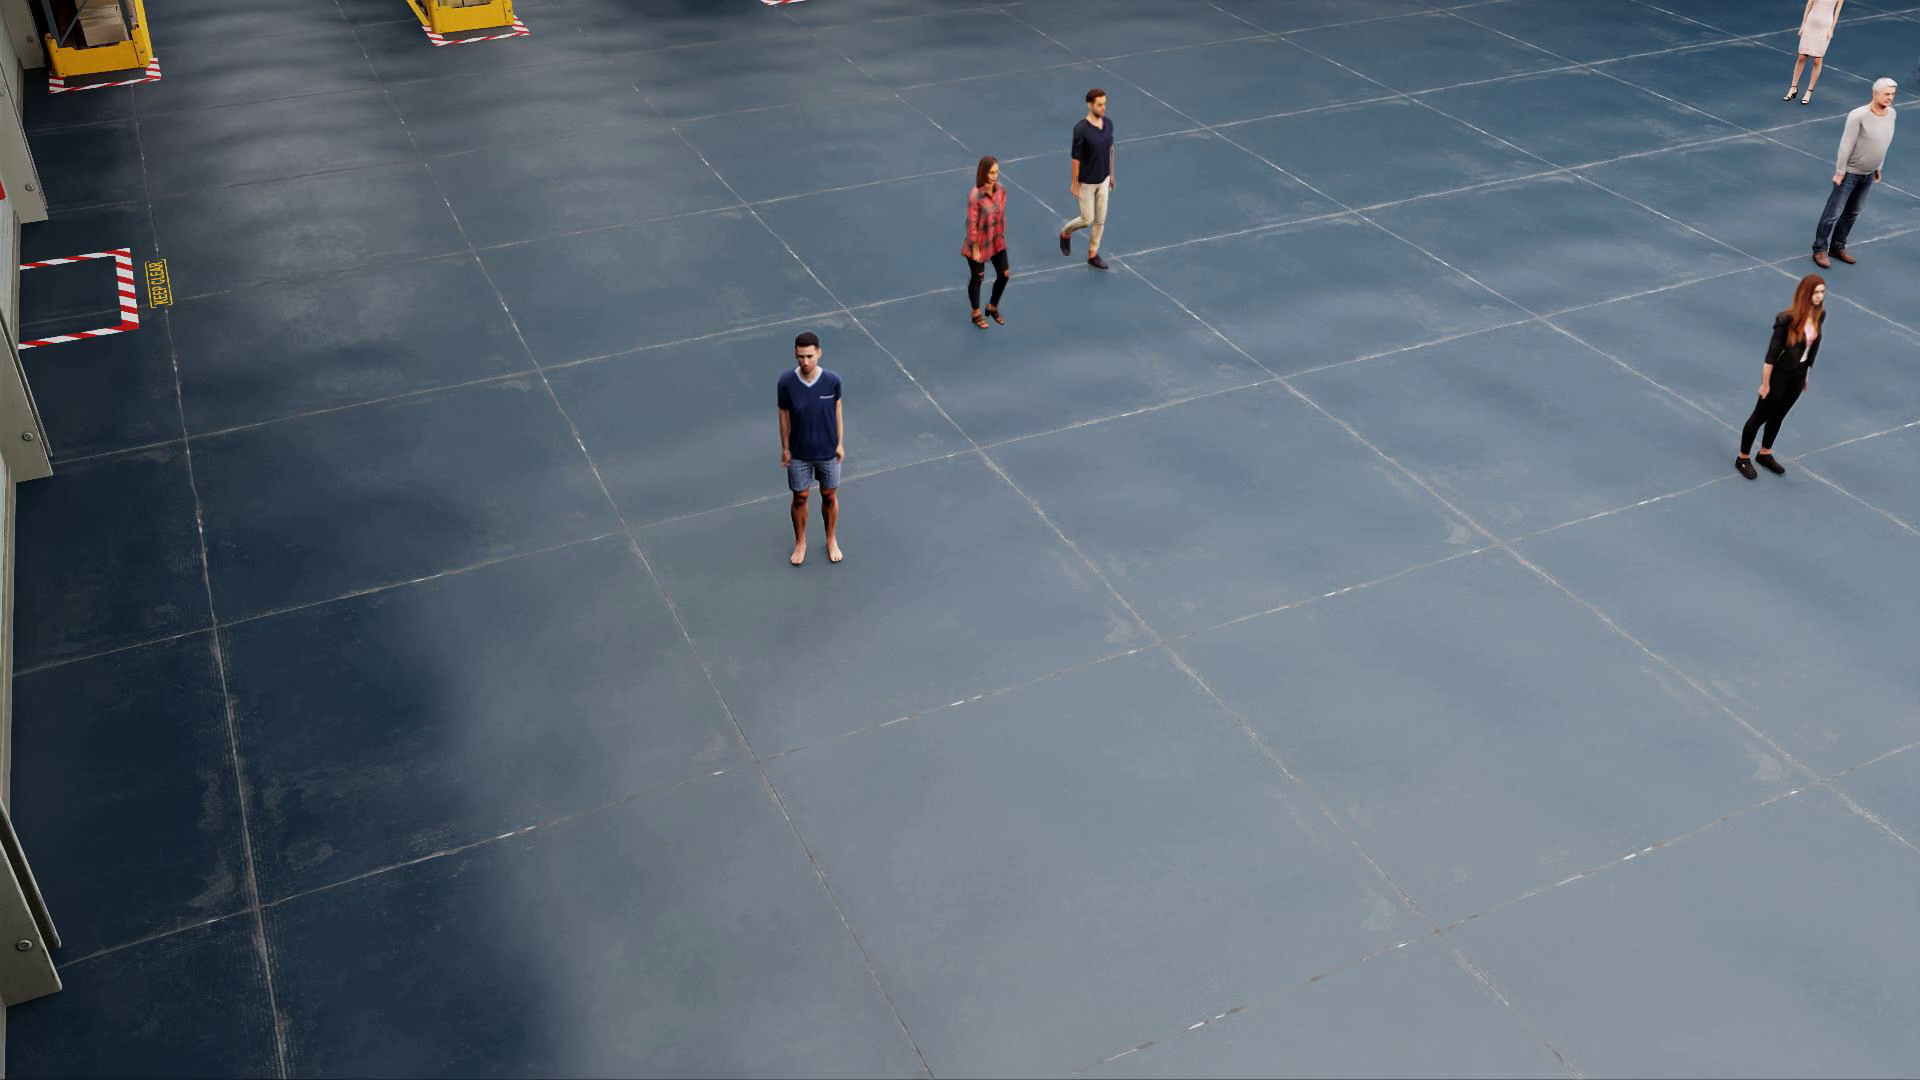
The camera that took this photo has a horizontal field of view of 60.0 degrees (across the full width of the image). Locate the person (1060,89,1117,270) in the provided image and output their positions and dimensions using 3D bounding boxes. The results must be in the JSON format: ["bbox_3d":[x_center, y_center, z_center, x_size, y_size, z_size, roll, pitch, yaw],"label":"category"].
[{"bbox_3d":[1.265,-3.613,16.600,0.747,1.845,0.883,-23,39,-31],"label":"person"}]

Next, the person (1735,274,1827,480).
[{"bbox_3d":[6.533,-1.317,13.191,0.615,1.713,0.548,-10,34,-15],"label":"person"}]

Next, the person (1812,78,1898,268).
[{"bbox_3d":[8.987,-3.704,16.679,0.748,1.911,0.647,-11,35,-16],"label":"person"}]

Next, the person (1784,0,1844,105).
[{"bbox_3d":[10.816,-6.437,20.955,0.559,1.831,0.694,26,41,34],"label":"person"}]

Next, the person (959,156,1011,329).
[{"bbox_3d":[0.185,-2.773,15.452,0.676,1.689,0.674,-21,38,-28],"label":"person"}]

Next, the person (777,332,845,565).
[{"bbox_3d":[-1.068,-0.678,12.084,0.684,1.847,0.648,-4,33,-6],"label":"person"}]
